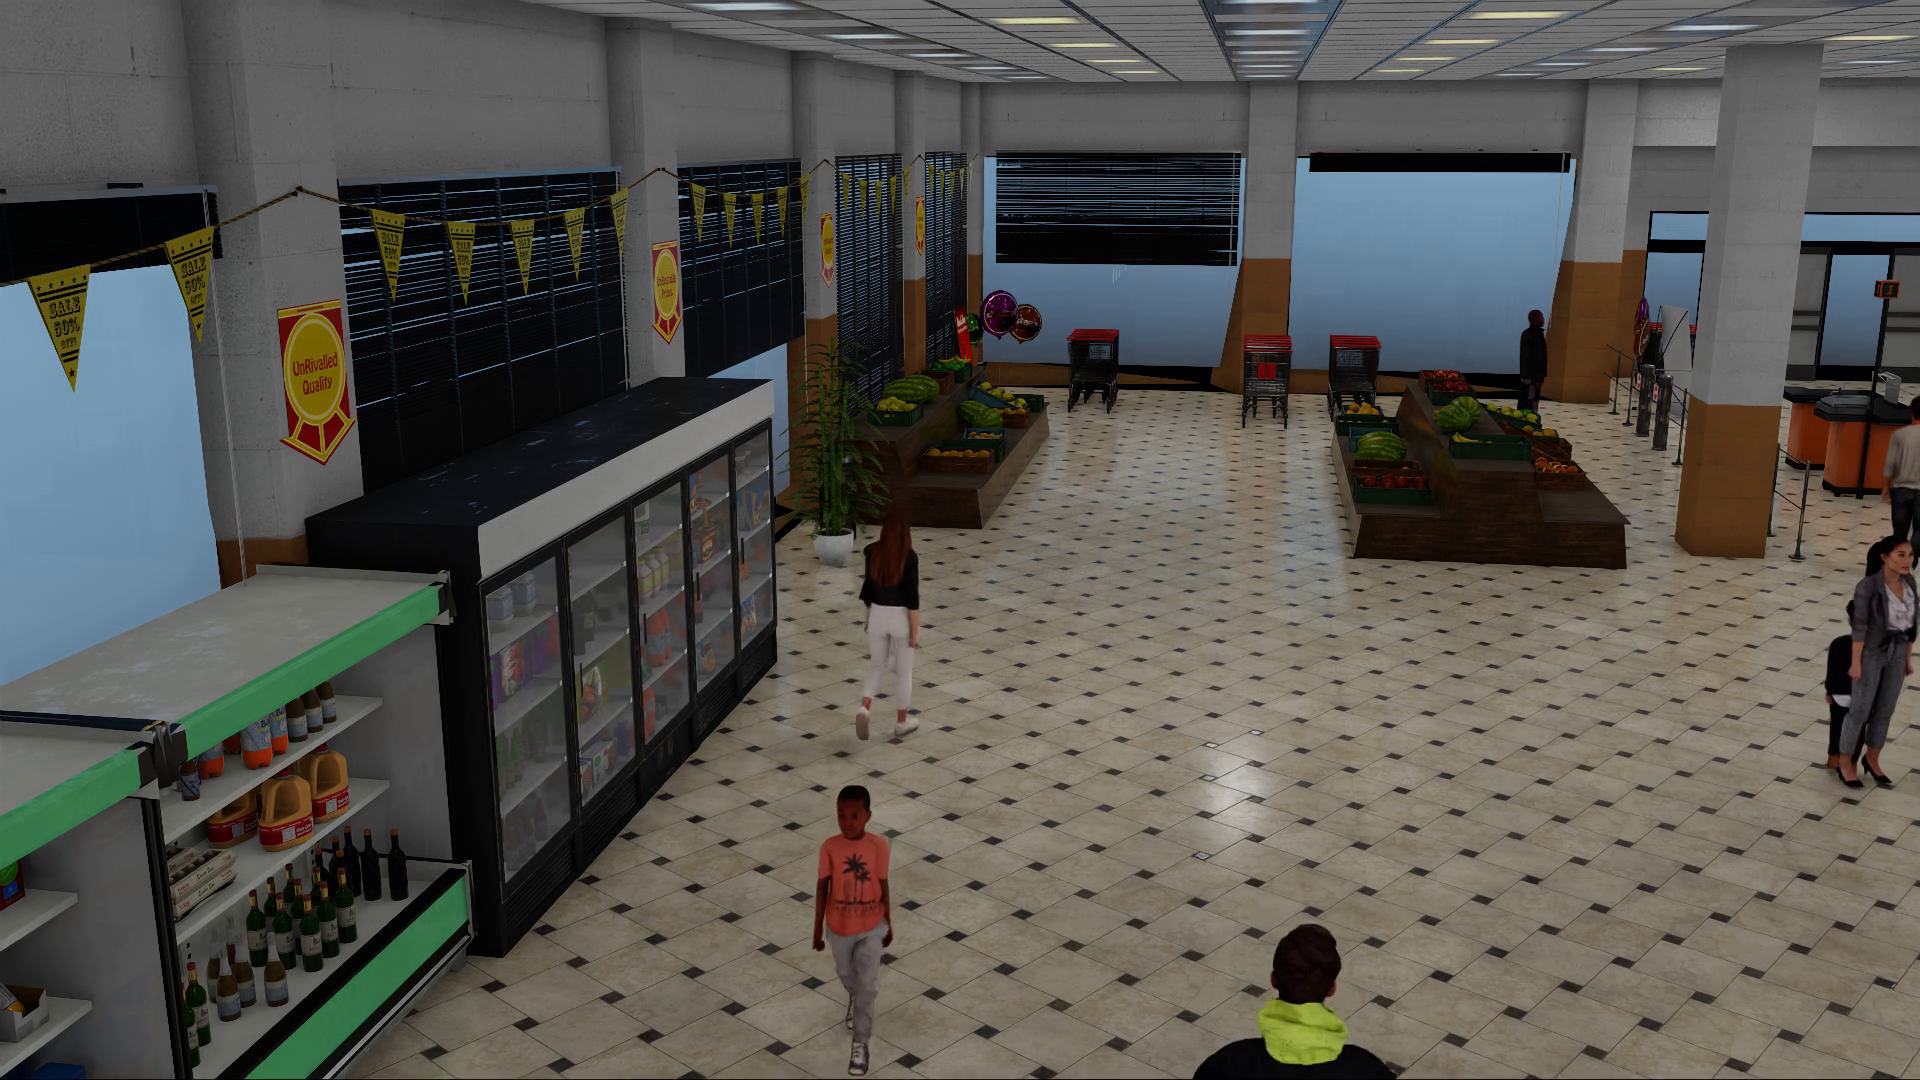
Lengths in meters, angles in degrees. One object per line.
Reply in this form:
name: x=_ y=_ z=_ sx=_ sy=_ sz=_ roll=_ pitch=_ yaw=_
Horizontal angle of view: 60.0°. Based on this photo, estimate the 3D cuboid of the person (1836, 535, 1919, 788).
person: x=5.962 y=0.777 z=10.798 sx=0.707 sy=1.673 sz=0.723 roll=-4 pitch=14 yaw=-16

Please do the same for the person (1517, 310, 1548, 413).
person: x=7.954 y=-2.305 z=23.182 sx=0.811 sy=1.825 sz=0.632 roll=-1 pitch=14 yaw=-3

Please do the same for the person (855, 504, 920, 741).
person: x=-0.516 y=0.598 z=11.508 sx=0.744 sy=1.685 sz=0.993 roll=6 pitch=15 yaw=24

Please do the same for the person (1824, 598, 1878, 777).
person: x=5.874 y=0.992 z=10.895 sx=0.564 sy=1.209 sz=0.590 roll=7 pitch=15 yaw=26

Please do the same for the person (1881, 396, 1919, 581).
person: x=8.900 y=-0.435 z=15.519 sx=0.762 sy=1.802 sz=0.778 roll=8 pitch=16 yaw=29

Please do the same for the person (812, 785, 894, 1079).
person: x=-0.479 y=1.730 z=7.674 sx=0.557 sy=1.293 sz=0.914 roll=1 pitch=14 yaw=5

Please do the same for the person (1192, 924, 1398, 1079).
person: x=0.957 y=2.100 z=4.751 sx=0.870 sy=1.952 sz=0.883 roll=-1 pitch=14 yaw=-4
